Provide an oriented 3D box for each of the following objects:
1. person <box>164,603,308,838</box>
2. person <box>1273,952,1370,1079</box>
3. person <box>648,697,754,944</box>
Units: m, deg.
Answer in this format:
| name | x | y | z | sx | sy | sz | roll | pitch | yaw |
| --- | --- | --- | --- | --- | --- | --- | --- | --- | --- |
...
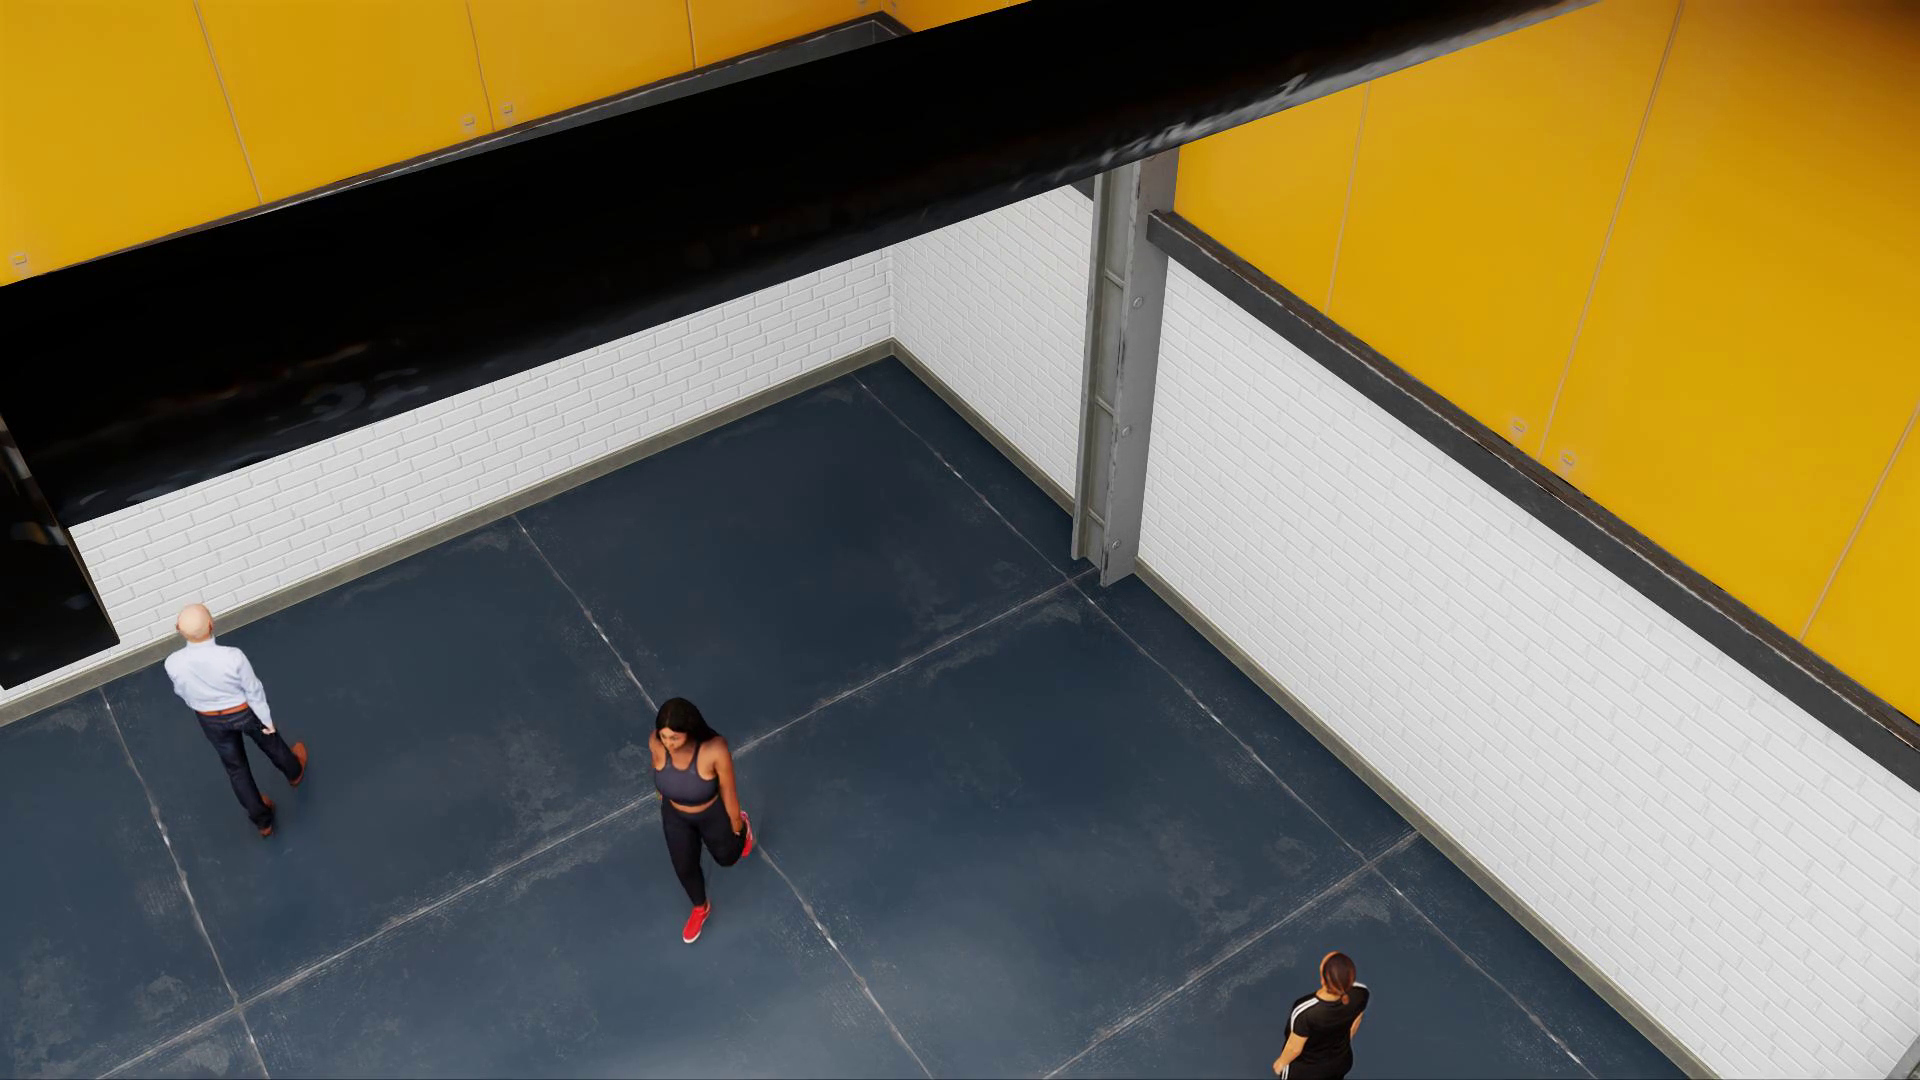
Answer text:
| name | x | y | z | sx | sy | sz | roll | pitch | yaw |
| --- | --- | --- | --- | --- | --- | --- | --- | --- | --- |
| person | -4.323 | 1.092 | 9.857 | 0.852 | 1.782 | 1.010 | -8 | 44 | -8 |
| person | 1.799 | 2.593 | 8.364 | 0.625 | 1.668 | 0.571 | -15 | 46 | -15 |
| person | -1.447 | 1.476 | 9.445 | 1.080 | 1.794 | 1.120 | 9 | 44 | 10 |
